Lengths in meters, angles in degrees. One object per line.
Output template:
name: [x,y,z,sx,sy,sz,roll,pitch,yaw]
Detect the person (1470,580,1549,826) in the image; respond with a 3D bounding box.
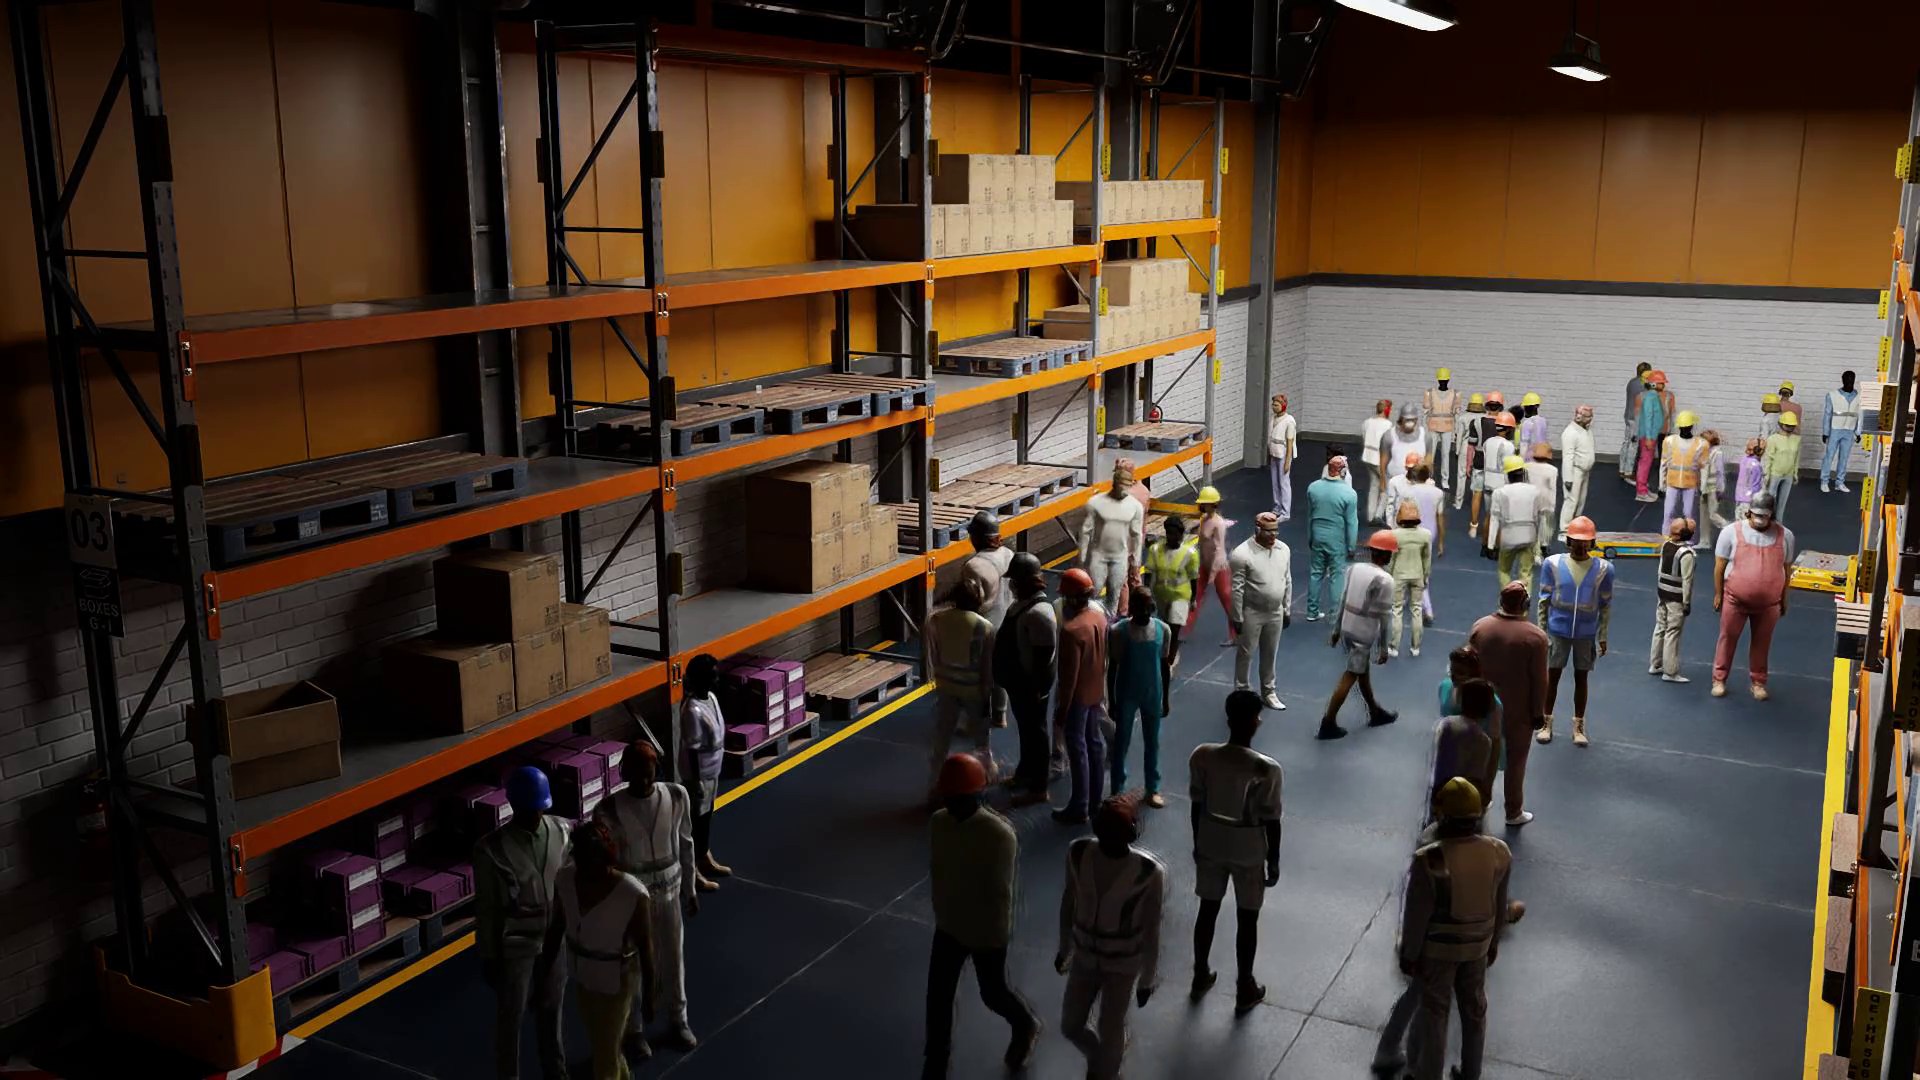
person: [4.242,1.246,12.869,0.397,1.901,0.643,-11,16,-40]

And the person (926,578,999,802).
person: [0.013,1.189,13.373,0.615,1.791,0.989,5,14,21]

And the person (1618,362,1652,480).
person: [10.993,-1.932,27.027,0.369,1.929,0.626,0,13,1]

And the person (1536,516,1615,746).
person: [5.359,0.794,14.539,0.607,2.048,0.370,4,13,17]

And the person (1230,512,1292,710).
person: [2.804,0.672,15.425,0.644,1.900,0.399,-6,14,-25]

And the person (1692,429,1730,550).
person: [9.992,-0.657,21.983,0.524,1.620,0.555,1,13,2]

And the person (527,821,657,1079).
person: [-1.873,2.294,8.349,0.583,1.812,0.765,8,15,32]

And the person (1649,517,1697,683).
person: [7.048,0.583,16.408,0.310,1.638,0.523,-1,13,-5]

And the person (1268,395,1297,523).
person: [4.603,-1.167,23.799,0.388,1.837,0.562,-4,13,-19]

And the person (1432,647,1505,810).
person: [3.477,1.604,11.462,0.583,1.812,0.567,-4,13,-19]

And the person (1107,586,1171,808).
person: [1.397,1.236,13.057,0.507,1.831,0.377,-1,13,-5]

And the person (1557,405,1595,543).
person: [8.332,-0.888,22.423,0.399,1.893,0.656,11,17,42]

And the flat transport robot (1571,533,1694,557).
flat transport robot: [8.794,0.062,21.827,1.431,0.197,0.652,2,13,7]

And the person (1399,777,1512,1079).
person: [2.636,2.152,8.938,0.588,1.835,0.403,-3,13,-15]

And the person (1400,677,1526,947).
person: [3.275,1.754,10.820,0.989,1.779,0.546,-6,14,-25]

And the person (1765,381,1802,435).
person: [12.785,-1.598,25.915,0.532,1.756,0.337,6,14,24]

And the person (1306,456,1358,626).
person: [4.130,0.006,18.412,0.399,1.900,0.644,-12,17,-43]

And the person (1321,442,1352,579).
person: [4.610,-0.370,20.543,0.317,1.695,0.540,-5,13,-21]

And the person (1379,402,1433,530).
person: [5.843,-0.834,21.842,0.692,2.000,0.674,1,13,6]

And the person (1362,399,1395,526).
person: [5.935,-1.081,23.434,0.515,1.818,0.616,-8,15,-30]

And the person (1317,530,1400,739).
person: [3.586,0.837,14.799,0.961,1.864,0.563,-6,14,-24]

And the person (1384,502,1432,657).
person: [4.614,0.409,17.199,0.497,1.633,0.288,-1,13,-4]

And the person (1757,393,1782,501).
person: [11.944,-1.307,24.637,0.494,1.741,0.314,-9,15,-34]

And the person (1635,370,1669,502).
person: [10.527,-1.590,25.333,0.378,1.995,0.612,7,14,29]

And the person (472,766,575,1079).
person: [-2.272,2.118,8.839,0.408,1.942,0.616,12,17,43]

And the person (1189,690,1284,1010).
person: [1.658,1.851,10.017,0.607,1.957,0.381,8,15,33]

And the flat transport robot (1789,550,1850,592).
flat transport robot: [10.618,0.373,20.434,0.652,0.197,1.431,8,15,32]

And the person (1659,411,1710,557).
person: [9.444,-0.723,21.698,0.618,1.917,0.478,8,15,32]

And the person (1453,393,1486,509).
person: [7.602,-1.311,24.683,0.490,1.730,0.324,1,13,7]

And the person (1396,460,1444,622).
person: [5.169,0.013,18.630,0.518,1.805,0.888,-3,13,-12]

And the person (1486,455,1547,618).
person: [6.173,0.008,18.430,0.704,1.871,0.751,0,13,0]

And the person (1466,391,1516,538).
person: [7.227,-1.017,22.701,0.612,2.030,0.410,4,13,16]

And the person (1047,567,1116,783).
person: [1.030,1.085,13.819,0.604,1.804,0.921,12,17,43]

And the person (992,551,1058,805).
person: [0.499,1.082,13.263,0.536,2.000,0.688,-2,13,-9]

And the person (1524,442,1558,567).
person: [7.343,-0.441,21.031,0.380,1.617,0.502,-10,16,-39]

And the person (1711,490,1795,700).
person: [7.527,0.519,15.787,0.688,2.000,0.536,3,13,14]

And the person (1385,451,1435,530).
person: [5.320,-0.201,19.685,0.569,1.743,0.356,2,13,11]

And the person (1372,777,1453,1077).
person: [2.554,2.119,9.111,0.508,1.832,0.569,10,16,37]

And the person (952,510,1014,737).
person: [0.184,0.733,14.828,0.538,2.000,0.687,8,15,33]

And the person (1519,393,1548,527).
person: [7.997,-1.108,23.360,0.597,1.912,0.399,-12,17,-43]

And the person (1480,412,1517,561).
person: [6.970,-0.692,21.481,0.388,1.926,0.549,-4,13,-17]

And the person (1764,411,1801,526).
person: [11.204,-0.882,22.681,0.533,1.767,0.326,-3,13,-13]

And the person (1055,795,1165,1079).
person: [0.767,2.195,8.669,0.607,1.869,0.423,8,15,31]

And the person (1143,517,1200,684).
person: [2.090,0.565,16.478,0.521,1.647,0.919,7,14,29]

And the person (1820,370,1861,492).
person: [13.783,-1.703,26.012,0.591,1.917,0.379,0,13,0]

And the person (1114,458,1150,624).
person: [1.786,0.044,18.219,0.405,1.904,0.652,11,17,40]

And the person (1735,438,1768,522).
person: [10.083,-0.499,21.272,0.318,1.631,0.524,1,13,5]

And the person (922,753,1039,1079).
person: [0.089,2.070,9.034,0.614,1.961,0.924,9,15,35]

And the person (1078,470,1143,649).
person: [1.581,0.197,17.521,0.687,1.917,0.505,-2,13,-8]

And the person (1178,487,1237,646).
person: [2.570,0.298,17.480,0.934,1.717,0.548,-4,13,-18]

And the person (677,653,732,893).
person: [-1.808,1.616,11.671,0.319,1.694,0.535,2,13,8]

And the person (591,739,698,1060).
person: [-1.780,2.022,9.436,0.584,1.878,0.364,-7,14,-28]

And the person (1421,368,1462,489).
person: [7.587,-1.763,26.258,0.594,1.926,0.367,3,13,12]

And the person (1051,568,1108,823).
person: [0.914,1.194,12.869,0.395,1.990,0.619,8,15,31]

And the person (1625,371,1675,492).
person: [10.915,-1.721,26.201,0.633,1.867,0.779,2,13,9]
